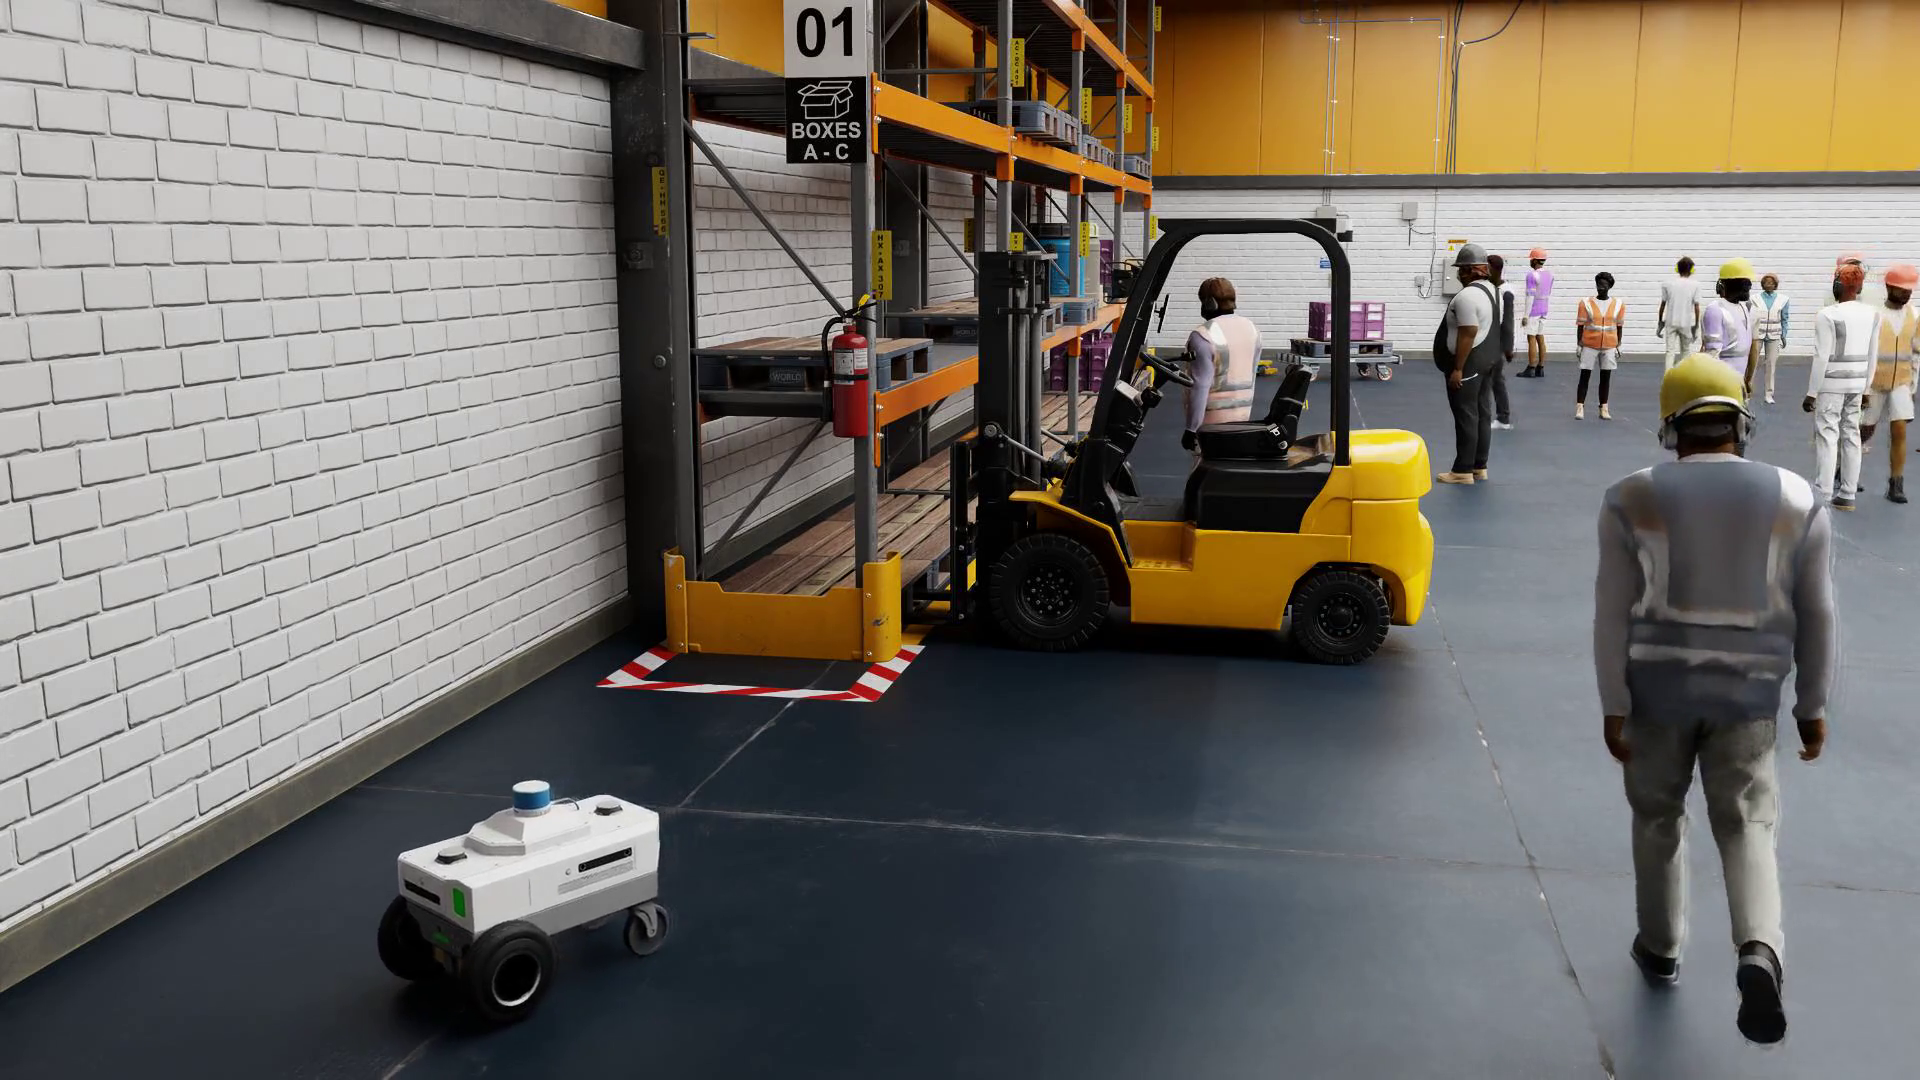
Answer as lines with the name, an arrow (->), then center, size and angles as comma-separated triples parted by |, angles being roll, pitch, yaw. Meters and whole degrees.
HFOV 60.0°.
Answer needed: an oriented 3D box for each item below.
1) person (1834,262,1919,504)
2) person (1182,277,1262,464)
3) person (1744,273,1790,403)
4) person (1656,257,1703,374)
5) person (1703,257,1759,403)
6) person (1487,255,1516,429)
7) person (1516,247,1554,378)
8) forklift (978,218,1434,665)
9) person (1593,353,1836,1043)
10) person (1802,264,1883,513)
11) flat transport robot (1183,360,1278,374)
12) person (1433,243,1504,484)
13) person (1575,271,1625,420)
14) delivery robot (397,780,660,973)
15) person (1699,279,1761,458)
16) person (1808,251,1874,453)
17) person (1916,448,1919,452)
person -> 7.397, -1.278, 13.371 | 0.558, 1.902, 0.839 | 1, 10, 3
person -> 1.631, -0.749, 10.614 | 0.624, 1.840, 0.429 | -10, 14, -44
person -> 10.136, -2.534, 20.946 | 0.521, 1.636, 0.311 | 3, 11, 18
person -> 9.472, -2.809, 21.942 | 0.543, 1.818, 0.971 | 5, 12, 27
person -> 6.102, -1.275, 13.240 | 0.364, 1.929, 0.589 | 10, 14, 44
person -> 5.687, -2.127, 18.023 | 0.766, 1.891, 0.593 | 0, 10, -2
person -> 8.571, -3.388, 24.791 | 0.545, 1.942, 0.354 | -8, 13, -37
forklift -> 1.285, -0.567, 8.635 | 2.313, 2.155, 1.214 | 2, 11, 11
person -> 1.984, 0.414, 4.391 | 0.608, 1.791, 0.774 | 2, 11, 13
person -> 6.680, -1.142, 12.642 | 0.583, 1.882, 0.350 | -3, 11, -17
flat transport robot -> 4.084, -2.596, 25.031 | 1.431, 0.197, 0.652 | -9, 14, -40
person -> 4.312, -1.508, 14.212 | 0.536, 2.000, 0.688 | 8, 13, 38
person -> 7.315, -2.217, 19.036 | 0.537, 1.698, 0.321 | 2, 10, 9
delivery robot -> -1.200, 0.924, 4.700 | 0.477, 0.478, 0.707 | 9, 14, 41
person -> 6.299, -1.320, 13.718 | 0.514, 1.845, 0.336 | -1, 10, -7
person -> 8.724, -1.839, 16.308 | 0.385, 1.947, 0.724 | -2, 10, -9
person -> 9.588, -1.778, 16.057 | 0.636, 1.910, 0.406 | -4, 11, -22
